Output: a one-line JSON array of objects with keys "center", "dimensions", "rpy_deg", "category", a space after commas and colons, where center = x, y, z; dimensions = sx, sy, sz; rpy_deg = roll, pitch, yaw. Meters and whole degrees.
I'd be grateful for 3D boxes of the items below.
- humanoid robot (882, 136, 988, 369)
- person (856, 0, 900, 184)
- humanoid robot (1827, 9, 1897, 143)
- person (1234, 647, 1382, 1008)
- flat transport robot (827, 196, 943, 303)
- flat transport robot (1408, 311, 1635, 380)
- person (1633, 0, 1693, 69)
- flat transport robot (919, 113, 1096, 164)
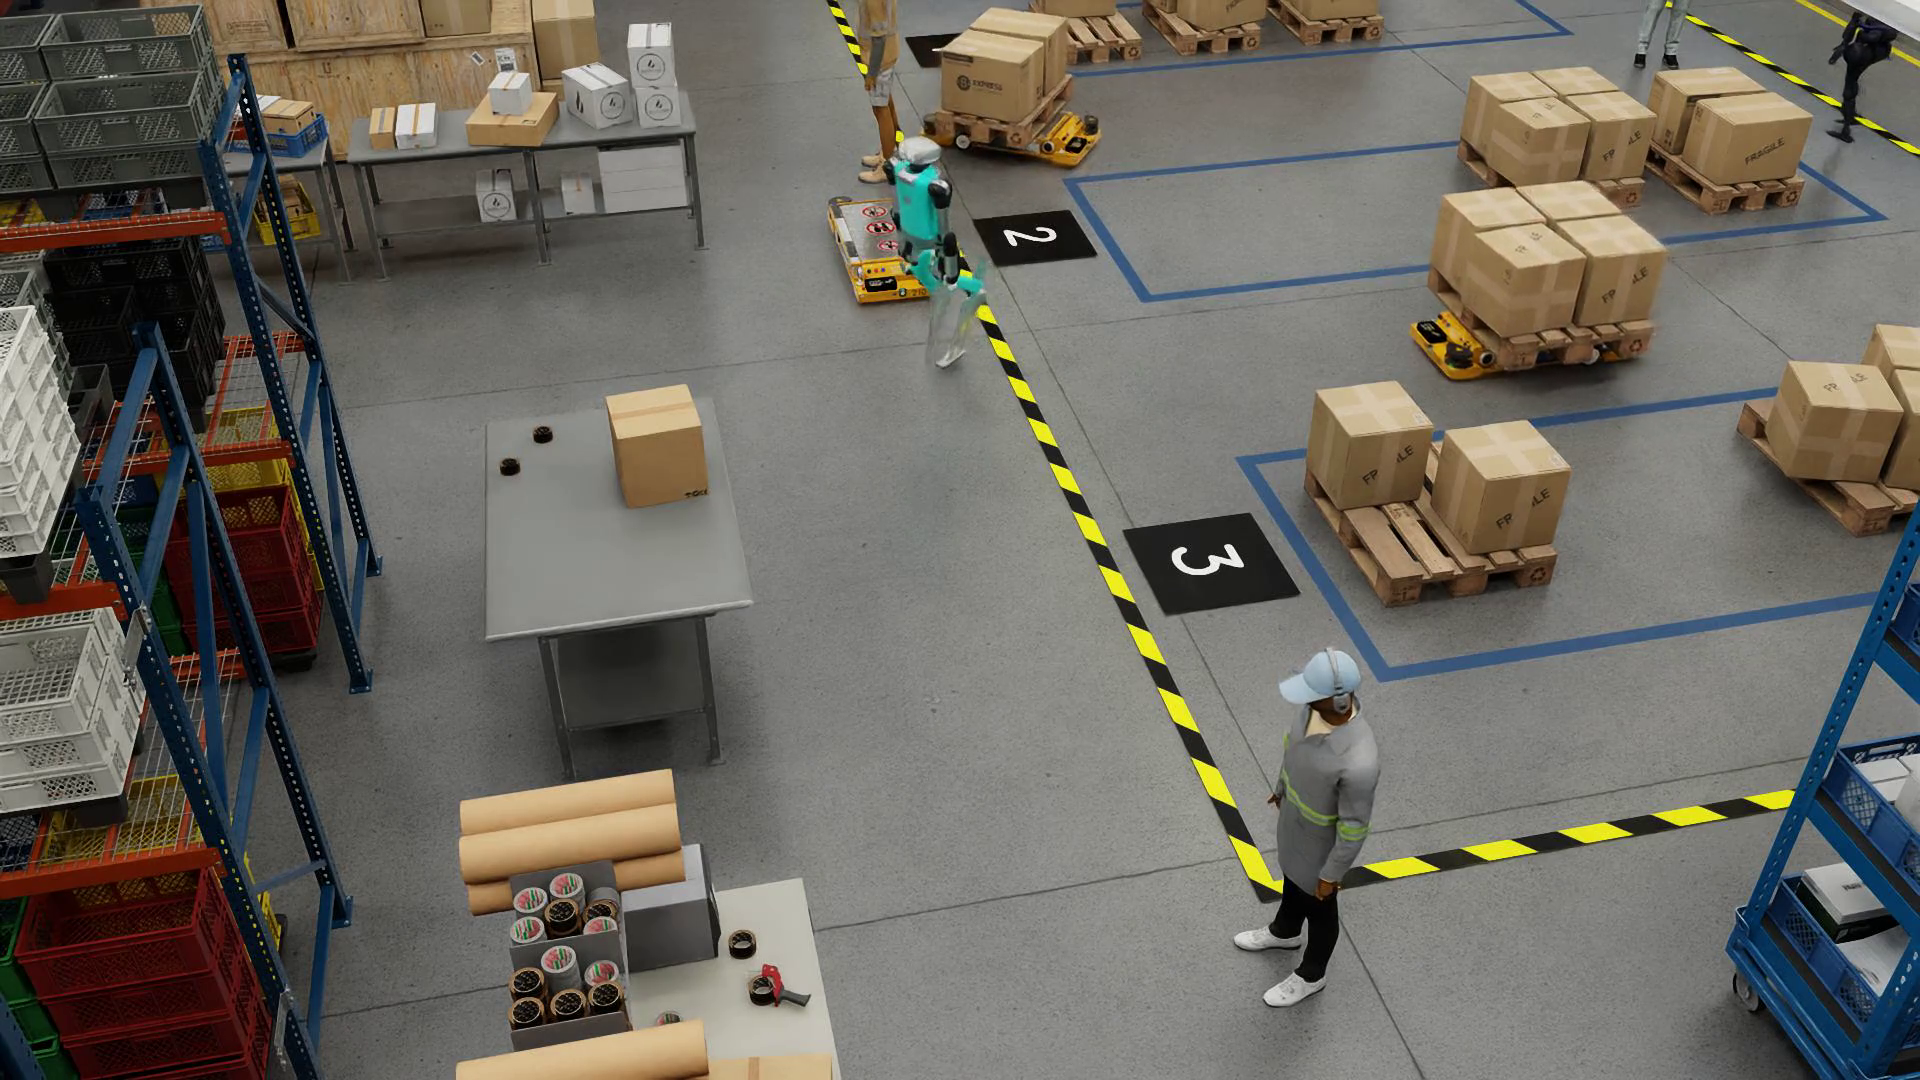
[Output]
[{"center": [-0.082, -1.825, 10.821], "dimensions": [0.552, 1.819, 0.810], "rpy_deg": [30, 46, 34], "category": "humanoid robot"}, {"center": [-0.673, -3.847, 13.240], "dimensions": [0.379, 2.043, 0.604], "rpy_deg": [3, 37, 4], "category": "person"}, {"center": [7.661, -4.206, 14.032], "dimensions": [0.612, 1.643, 0.416], "rpy_deg": [-15, 39, -19], "category": "humanoid robot"}, {"center": [1.394, 1.149, 6.687], "dimensions": [0.396, 1.847, 0.588], "rpy_deg": [-8, 37, -10], "category": "person"}, {"center": [-0.570, -2.220, 12.538], "dimensions": [0.659, 0.231, 1.431], "rpy_deg": [-8, 37, -10], "category": "flat transport robot"}, {"center": [3.901, -1.425, 11.445], "dimensions": [1.431, 0.197, 0.652], "rpy_deg": [-8, 37, -10], "category": "flat transport robot"}, {"center": [6.642, -5.257, 15.315], "dimensions": [0.586, 1.824, 0.404], "rpy_deg": [4, 37, 5], "category": "person"}, {"center": [0.433, -3.539, 14.286], "dimensions": [1.431, 0.197, 0.652], "rpy_deg": [13, 39, 17], "category": "flat transport robot"}]
